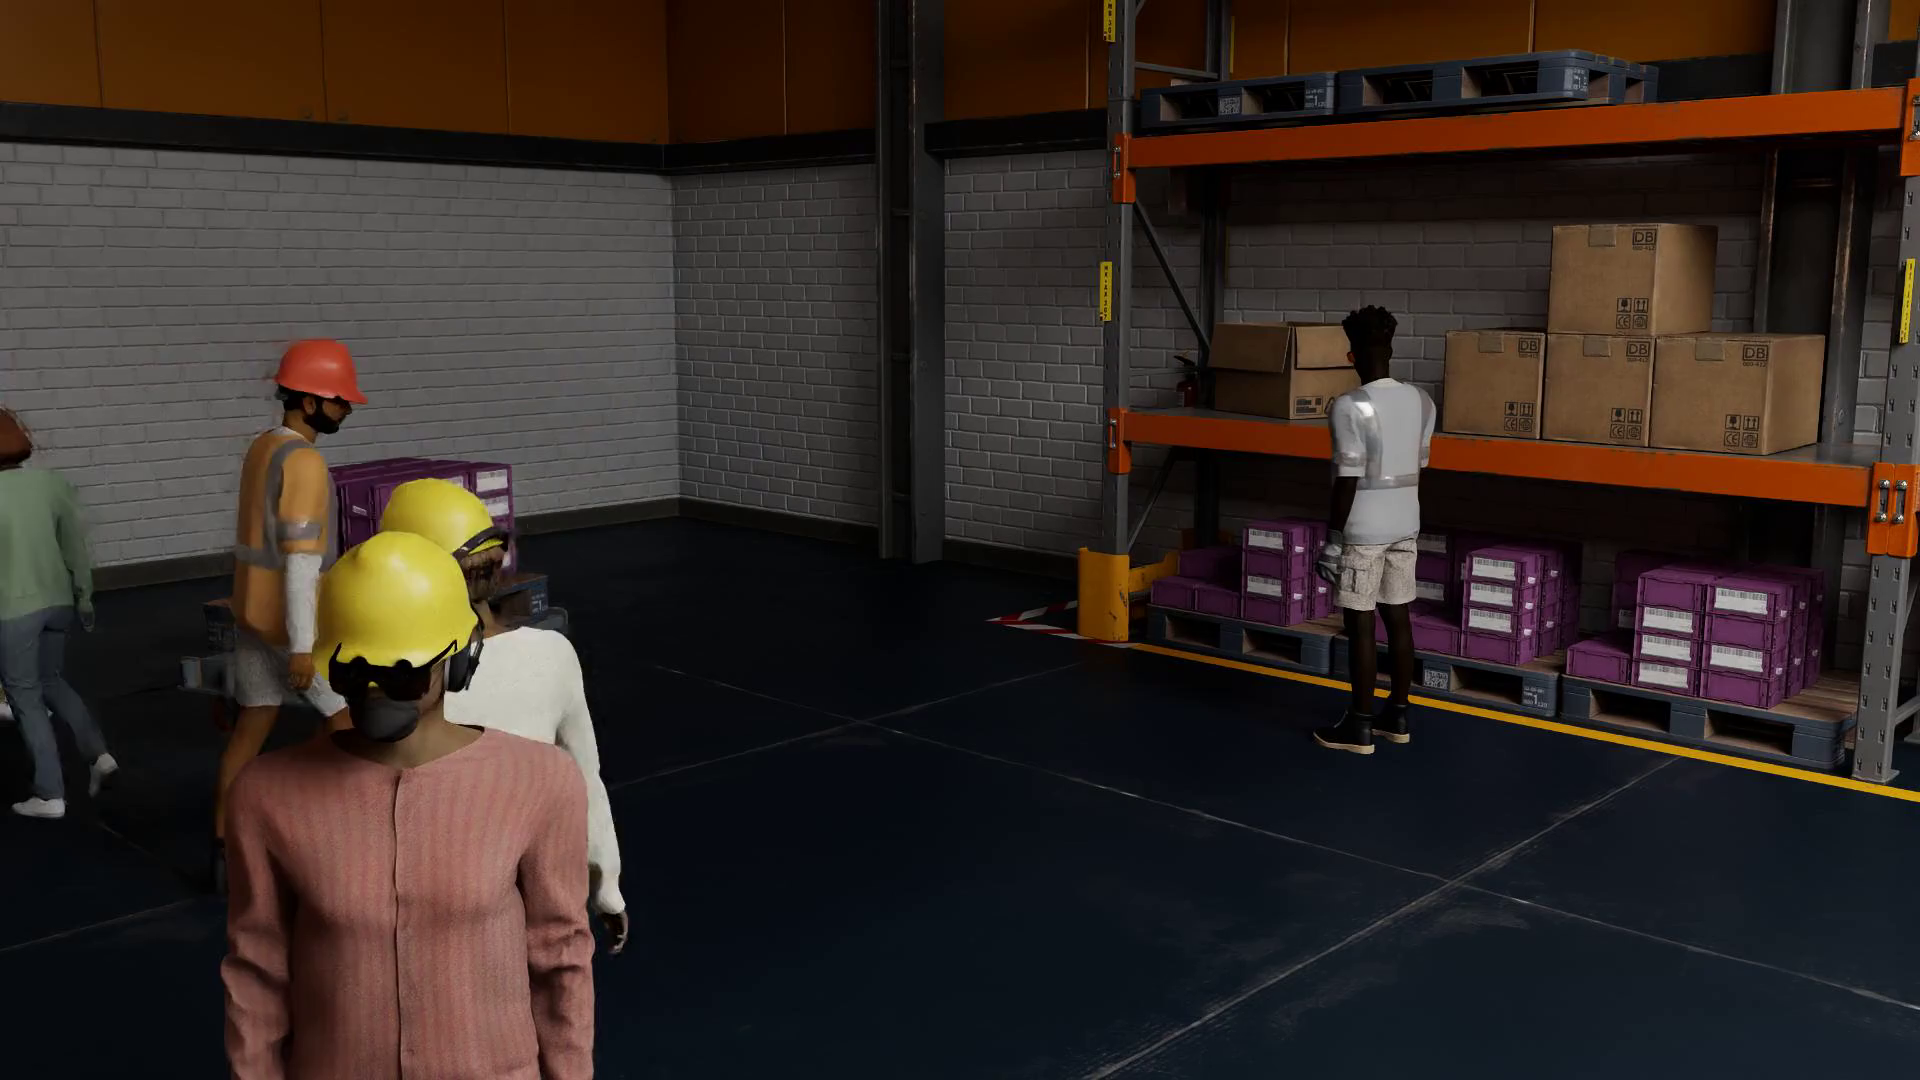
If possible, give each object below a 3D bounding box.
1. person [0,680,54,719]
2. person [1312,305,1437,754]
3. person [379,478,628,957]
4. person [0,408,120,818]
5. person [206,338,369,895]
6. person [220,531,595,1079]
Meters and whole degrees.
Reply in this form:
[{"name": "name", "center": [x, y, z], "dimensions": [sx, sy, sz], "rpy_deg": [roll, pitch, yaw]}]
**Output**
[{"name": "person", "center": [-4.527, 0.065, 7.724], "dimensions": [0.502, 1.615, 0.558], "rpy_deg": [7, 12, 38]}, {"name": "person", "center": [1.811, -0.042, 7.315], "dimensions": [0.601, 1.960, 0.373], "rpy_deg": [-7, 11, -35]}, {"name": "person", "center": [-0.977, 0.737, 3.284], "dimensions": [0.893, 1.713, 0.539], "rpy_deg": [5, 10, 27]}, {"name": "person", "center": [-3.577, 0.285, 6.371], "dimensions": [0.392, 1.615, 0.502], "rpy_deg": [3, 10, 20]}, {"name": "person", "center": [-2.245, 0.252, 5.746], "dimensions": [0.885, 1.873, 0.647], "rpy_deg": [-8, 12, -41]}, {"name": "person", "center": [-0.794, 0.853, 2.448], "dimensions": [0.522, 1.761, 0.327], "rpy_deg": [-2, 10, -15]}]
